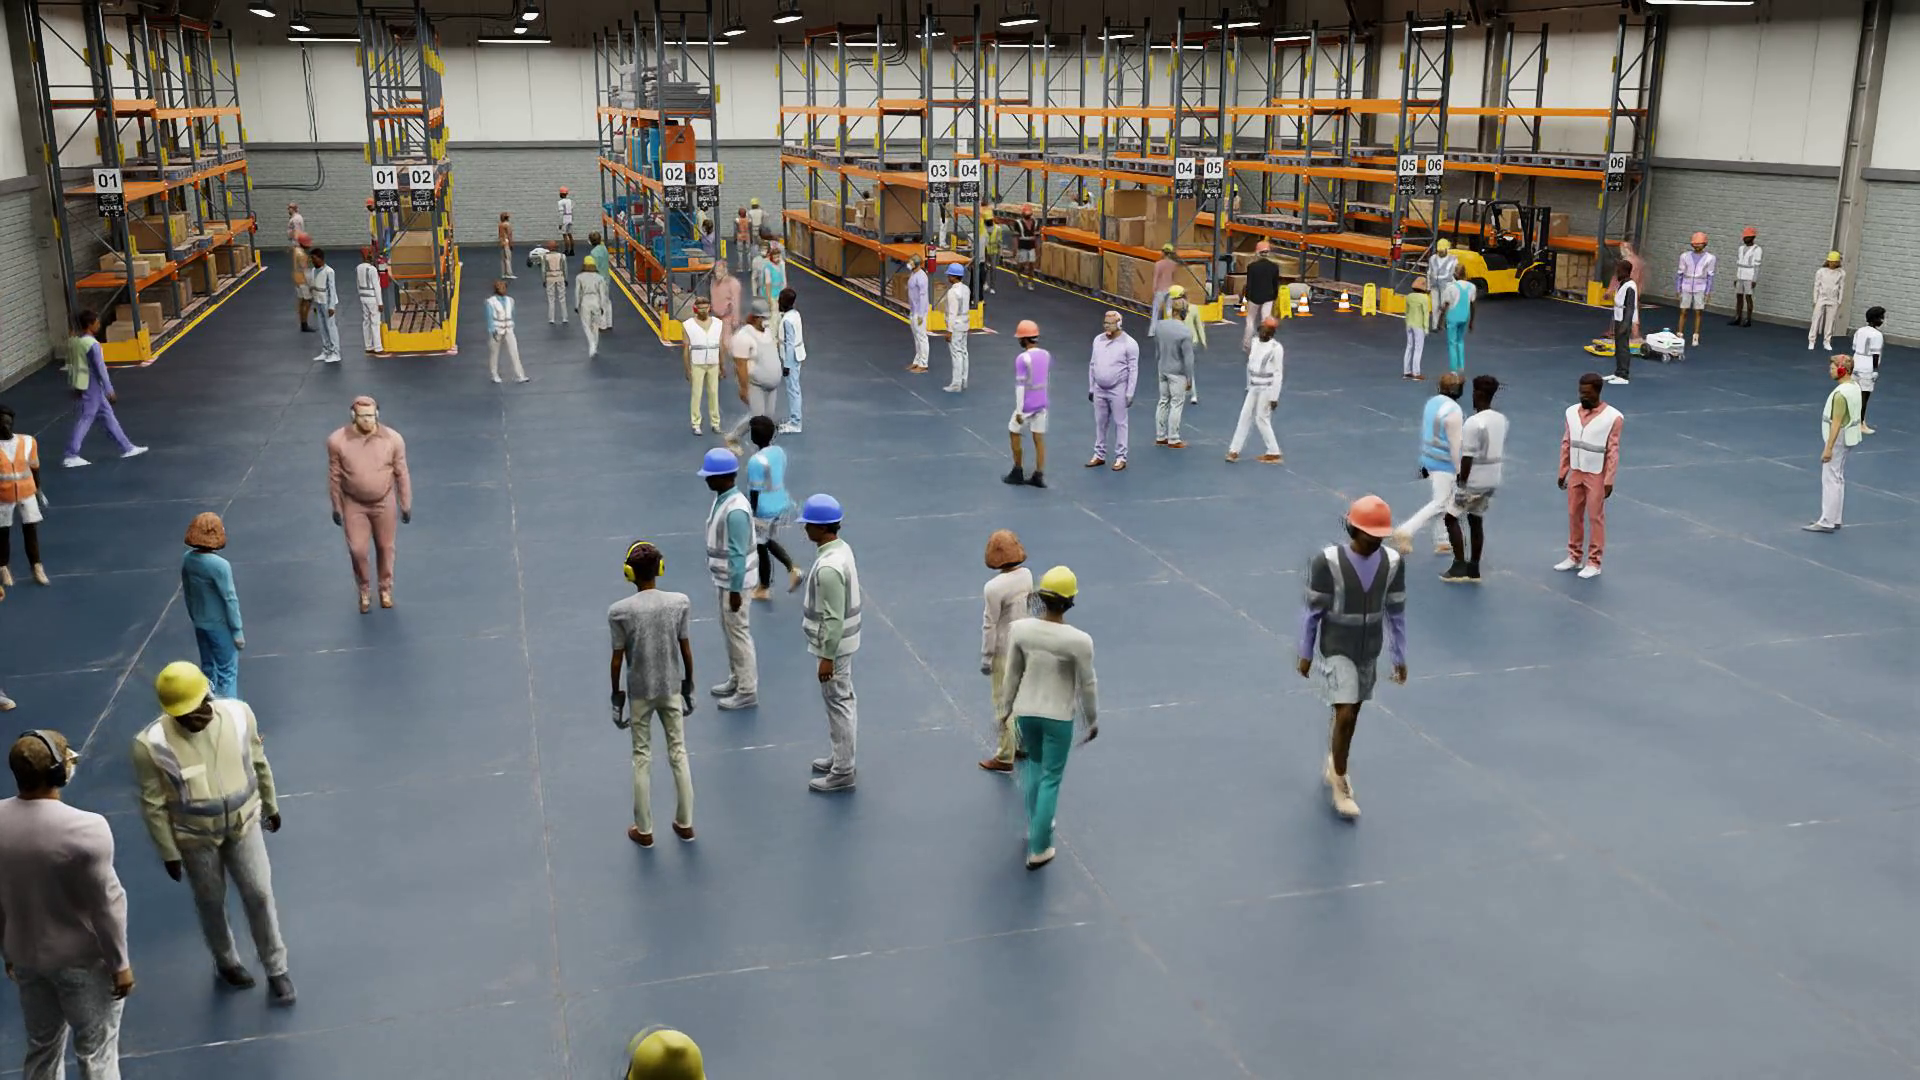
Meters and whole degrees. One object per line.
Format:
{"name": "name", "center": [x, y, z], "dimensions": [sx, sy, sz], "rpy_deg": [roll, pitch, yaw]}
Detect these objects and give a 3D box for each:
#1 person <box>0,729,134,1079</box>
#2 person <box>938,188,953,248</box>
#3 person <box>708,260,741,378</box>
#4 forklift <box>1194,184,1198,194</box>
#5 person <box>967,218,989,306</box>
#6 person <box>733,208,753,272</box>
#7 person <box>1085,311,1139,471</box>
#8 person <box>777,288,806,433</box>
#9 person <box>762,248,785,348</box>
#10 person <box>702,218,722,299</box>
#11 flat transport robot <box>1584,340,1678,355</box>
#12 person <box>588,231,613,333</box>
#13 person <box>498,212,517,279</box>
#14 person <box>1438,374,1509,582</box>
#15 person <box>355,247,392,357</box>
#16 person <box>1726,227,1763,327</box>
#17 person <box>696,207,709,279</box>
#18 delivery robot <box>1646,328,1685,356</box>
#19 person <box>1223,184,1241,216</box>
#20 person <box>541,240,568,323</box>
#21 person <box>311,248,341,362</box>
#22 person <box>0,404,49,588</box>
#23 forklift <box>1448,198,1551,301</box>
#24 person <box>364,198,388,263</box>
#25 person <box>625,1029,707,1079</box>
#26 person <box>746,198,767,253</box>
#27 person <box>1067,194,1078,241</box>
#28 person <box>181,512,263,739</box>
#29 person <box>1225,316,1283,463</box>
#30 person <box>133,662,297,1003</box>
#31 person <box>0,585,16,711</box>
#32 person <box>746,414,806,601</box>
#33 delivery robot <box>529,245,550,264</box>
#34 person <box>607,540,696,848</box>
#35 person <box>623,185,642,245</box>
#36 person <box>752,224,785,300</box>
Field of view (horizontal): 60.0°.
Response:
{"name": "person", "center": [-3.653, 1.691, 6.770], "dimensions": [0.628, 1.939, 0.375], "rpy_deg": [3, 15, 12]}
{"name": "person", "center": [-0.434, -9.607, 49.492], "dimensions": [0.430, 1.837, 0.628], "rpy_deg": [3, 15, 9]}
{"name": "person", "center": [-3.746, -3.483, 26.321], "dimensions": [0.668, 1.888, 0.485], "rpy_deg": [12, 19, 38]}
{"name": "forklift", "center": [7.392, -11.333, 53.972], "dimensions": [1.873, 2.768, 1.129], "rpy_deg": [-4, 15, -15]}
{"name": "person", "center": [0.390, -5.961, 35.697], "dimensions": [0.526, 1.871, 0.324], "rpy_deg": [-7, 17, -26]}
{"name": "person", "center": [-5.553, -7.685, 42.623], "dimensions": [0.524, 1.639, 0.308], "rpy_deg": [-6, 16, -23]}
{"name": "person", "center": [1.803, -1.791, 19.930], "dimensions": [0.636, 1.911, 0.406], "rpy_deg": [11, 18, 35]}
{"name": "person", "center": [-2.252, -2.395, 22.179], "dimensions": [0.391, 1.922, 0.591], "rpy_deg": [0, 15, 0]}
{"name": "person", "center": [-3.283, -4.259, 29.403], "dimensions": [0.417, 1.817, 0.611], "rpy_deg": [5, 16, 19]}
{"name": "person", "center": [-5.184, -5.728, 34.693], "dimensions": [0.379, 1.937, 0.629], "rpy_deg": [-12, 19, -39]}
{"name": "flat transport robot", "center": [11.701, -3.358, 28.965], "dimensions": [1.431, 0.197, 0.652], "rpy_deg": [0, 15, 1]}
{"name": "person", "center": [-6.833, -4.895, 31.575], "dimensions": [0.365, 1.932, 0.628], "rpy_deg": [3, 15, 10]}
{"name": "person", "center": [-11.211, -7.277, 41.086], "dimensions": [0.315, 1.641, 0.514], "rpy_deg": [-13, 20, -41]}
{"name": "person", "center": [4.690, -0.549, 15.179], "dimensions": [0.631, 1.943, 0.469], "rpy_deg": [-12, 19, -37]}
{"name": "person", "center": [-10.156, -4.112, 28.714], "dimensions": [0.576, 1.882, 0.355], "rpy_deg": [11, 19, 36]}
{"name": "person", "center": [15.298, -5.121, 32.407], "dimensions": [0.372, 1.935, 0.551], "rpy_deg": [-5, 16, -18]}
{"name": "person", "center": [-6.327, -7.454, 41.106], "dimensions": [0.408, 1.987, 0.607], "rpy_deg": [-1, 15, -3]}
{"name": "delivery robot", "center": [11.965, -3.349, 28.206], "dimensions": [0.477, 0.478, 0.707], "rpy_deg": [-2, 15, -8]}
{"name": "person", "center": [7.966, -9.435, 48.656], "dimensions": [0.587, 1.928, 0.363], "rpy_deg": [-8, 17, -28]}
{"name": "person", "center": [-8.017, -5.113, 32.953], "dimensions": [0.513, 1.638, 0.307], "rpy_deg": [-5, 16, -17]}
{"name": "person", "center": [-10.752, -3.980, 28.156], "dimensions": [0.591, 1.915, 0.393], "rpy_deg": [12, 19, 38]}
{"name": "person", "center": [-8.633, -0.407, 15.153], "dimensions": [0.539, 1.696, 0.332], "rpy_deg": [-14, 20, -43]}
{"name": "forklift", "center": [11.913, -6.508, 37.130], "dimensions": [2.313, 2.155, 1.214], "rpy_deg": [-4, 15, -15]}
{"name": "person", "center": [-14.418, -7.446, 41.075], "dimensions": [0.429, 1.983, 0.617], "rpy_deg": [-8, 17, -27]}
{"name": "person", "center": [-0.909, 2.242, 5.034], "dimensions": [0.530, 1.753, 0.477], "rpy_deg": [-11, 18, -35]}
{"name": "person", "center": [-5.368, -8.089, 43.798], "dimensions": [0.615, 1.818, 0.460], "rpy_deg": [-3, 15, -12]}
{"name": "person", "center": [3.442, -9.525, 49.603], "dimensions": [0.398, 1.604, 0.525], "rpy_deg": [-8, 17, -27]}
{"name": "person", "center": [-5.103, 0.608, 11.427], "dimensions": [0.507, 1.632, 0.274], "rpy_deg": [9, 18, 32]}
{"name": "person", "center": [3.616, -1.809, 20.174], "dimensions": [0.663, 1.829, 0.654], "rpy_deg": [-6, 16, -20]}
{"name": "person", "center": [-3.561, 1.425, 8.073], "dimensions": [0.655, 1.782, 0.713], "rpy_deg": [-13, 20, -41]}
{"name": "person", "center": [-7.119, 0.320, 11.851], "dimensions": [0.408, 1.987, 0.607], "rpy_deg": [6, 16, 22]}
{"name": "person", "center": [-1.670, -0.270, 14.615], "dimensions": [0.470, 1.684, 0.547], "rpy_deg": [6, 16, 20]}
{"name": "delivery robot", "center": [-11.142, -7.571, 44.093], "dimensions": [0.477, 0.478, 0.707], "rpy_deg": [2, 15, 8]}
{"name": "person", "center": [-1.813, 0.915, 9.848], "dimensions": [0.514, 1.860, 0.326], "rpy_deg": [-6, 16, -22]}
{"name": "person", "center": [-9.275, -9.201, 47.703], "dimensions": [0.756, 1.961, 0.637], "rpy_deg": [-8, 17, -26]}
{"name": "person", "center": [-3.685, -5.105, 32.148], "dimensions": [0.681, 2.000, 0.801], "rpy_deg": [-7, 16, -24]}
